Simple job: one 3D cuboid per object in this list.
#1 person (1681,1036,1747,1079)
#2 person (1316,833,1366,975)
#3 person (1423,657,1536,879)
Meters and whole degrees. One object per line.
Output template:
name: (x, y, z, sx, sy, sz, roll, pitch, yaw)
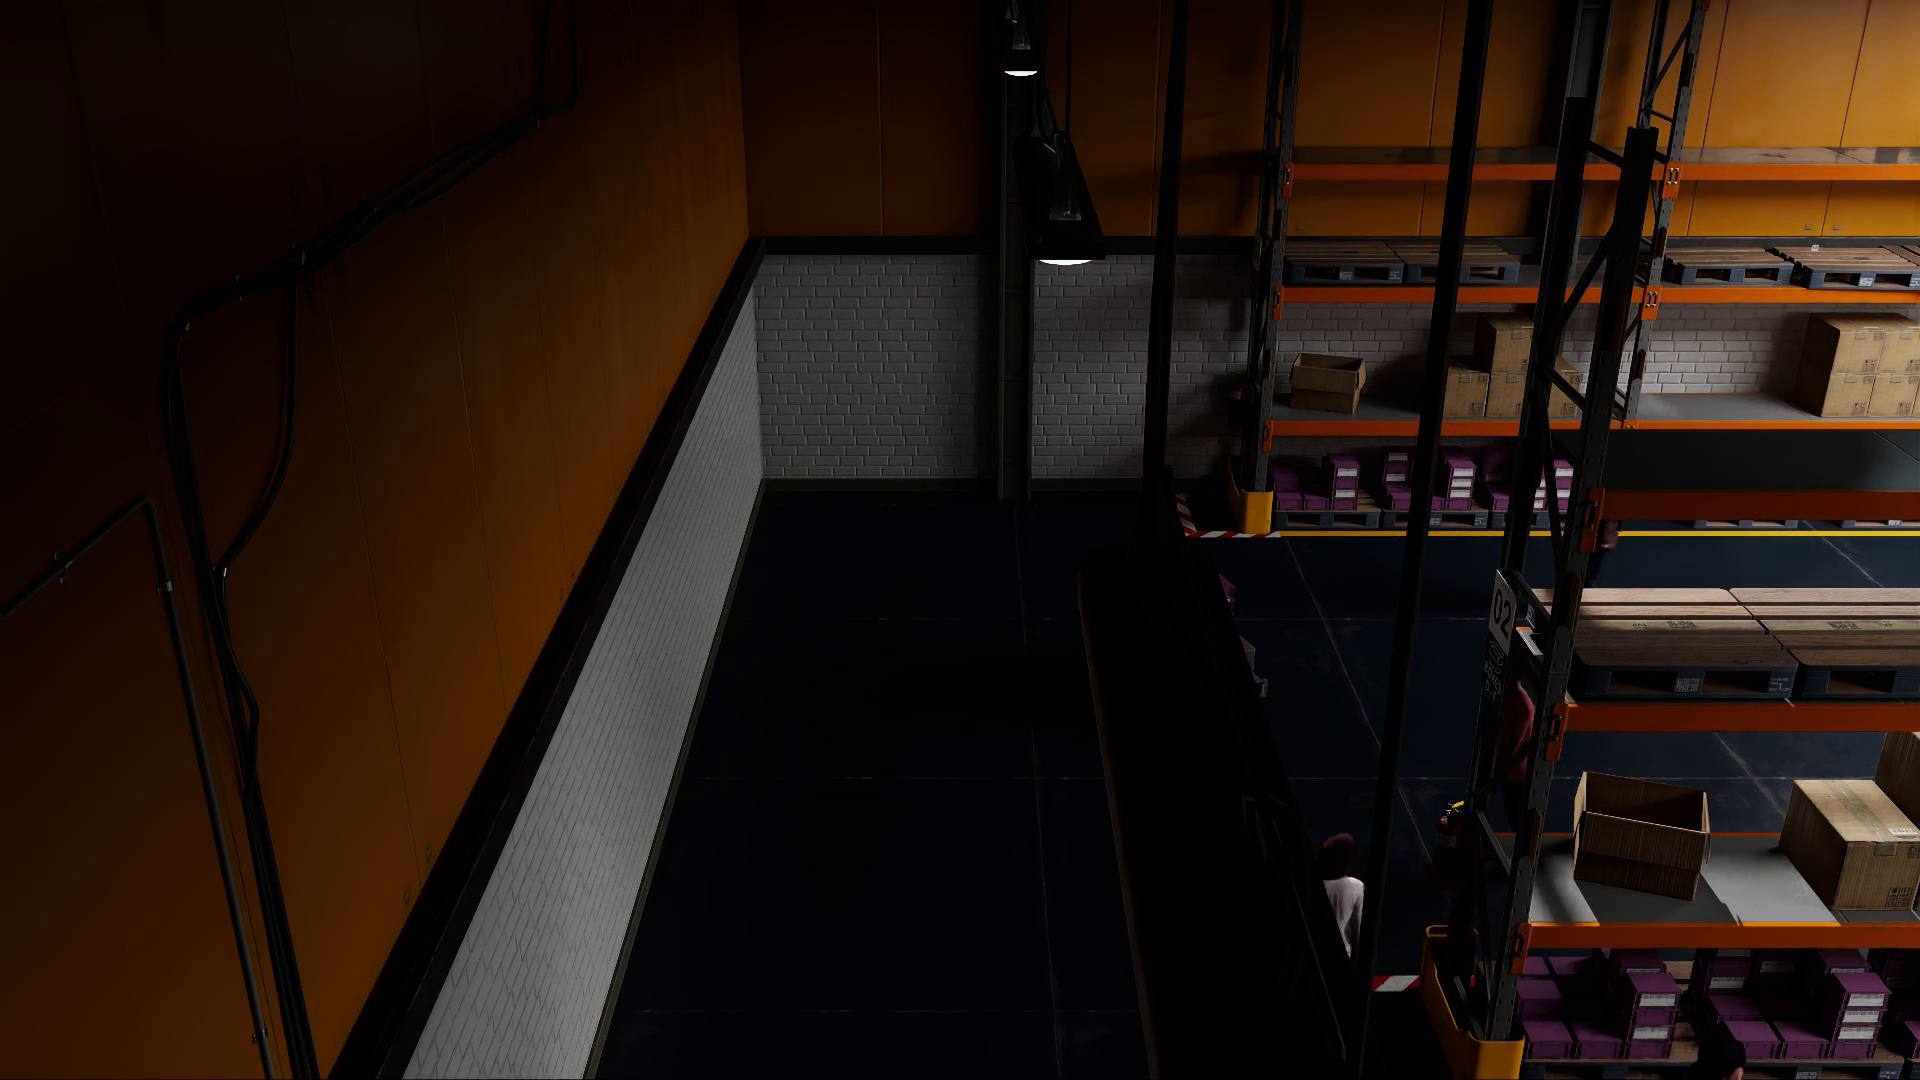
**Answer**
person: (3.761, 3.342, 8.786, 1.203, 1.636, 1.035, 14, 27, 30)
person: (2.227, 2.646, 10.217, 1.034, 1.766, 0.781, 3, 24, 7)
person: (4.117, 1.675, 12.237, 1.105, 1.927, 0.838, -8, 25, -18)
